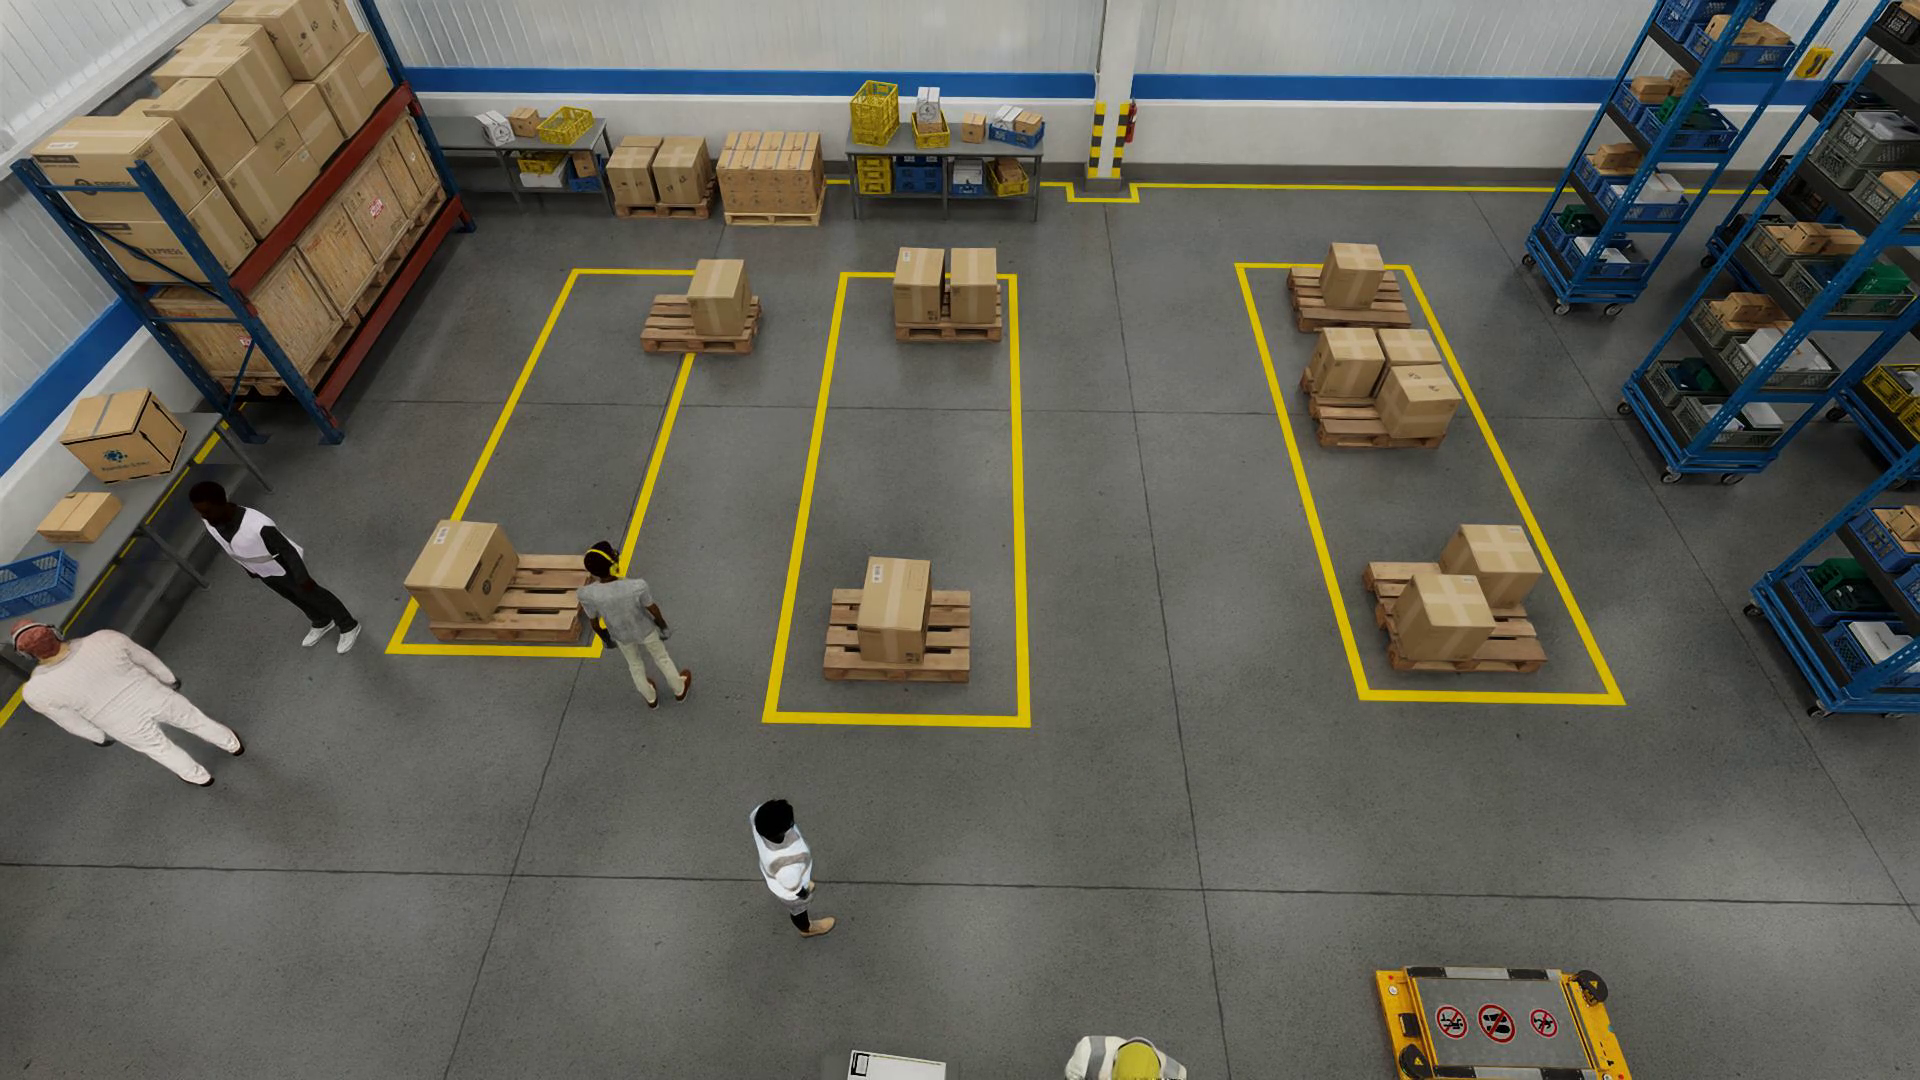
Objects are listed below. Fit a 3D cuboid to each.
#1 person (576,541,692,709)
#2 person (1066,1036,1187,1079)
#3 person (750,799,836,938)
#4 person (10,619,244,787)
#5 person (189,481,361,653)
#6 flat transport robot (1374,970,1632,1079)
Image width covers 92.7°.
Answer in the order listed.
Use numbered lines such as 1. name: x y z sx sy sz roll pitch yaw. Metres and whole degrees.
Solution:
1. person: -2.459 0.677 6.896 0.512 1.866 0.330 -10 51 -8
2. person: 0.854 3.023 5.002 0.591 1.833 0.404 11 52 9
3. person: -1.090 2.095 5.848 0.320 1.693 0.531 -25 55 -19
4. person: -5.884 1.157 6.478 0.399 1.909 0.642 22 54 17
5. person: -5.398 0.212 7.238 0.593 1.922 0.392 11 52 8
6. flat transport robot: 3.501 3.133 5.914 1.431 0.197 0.652 1 51 1
